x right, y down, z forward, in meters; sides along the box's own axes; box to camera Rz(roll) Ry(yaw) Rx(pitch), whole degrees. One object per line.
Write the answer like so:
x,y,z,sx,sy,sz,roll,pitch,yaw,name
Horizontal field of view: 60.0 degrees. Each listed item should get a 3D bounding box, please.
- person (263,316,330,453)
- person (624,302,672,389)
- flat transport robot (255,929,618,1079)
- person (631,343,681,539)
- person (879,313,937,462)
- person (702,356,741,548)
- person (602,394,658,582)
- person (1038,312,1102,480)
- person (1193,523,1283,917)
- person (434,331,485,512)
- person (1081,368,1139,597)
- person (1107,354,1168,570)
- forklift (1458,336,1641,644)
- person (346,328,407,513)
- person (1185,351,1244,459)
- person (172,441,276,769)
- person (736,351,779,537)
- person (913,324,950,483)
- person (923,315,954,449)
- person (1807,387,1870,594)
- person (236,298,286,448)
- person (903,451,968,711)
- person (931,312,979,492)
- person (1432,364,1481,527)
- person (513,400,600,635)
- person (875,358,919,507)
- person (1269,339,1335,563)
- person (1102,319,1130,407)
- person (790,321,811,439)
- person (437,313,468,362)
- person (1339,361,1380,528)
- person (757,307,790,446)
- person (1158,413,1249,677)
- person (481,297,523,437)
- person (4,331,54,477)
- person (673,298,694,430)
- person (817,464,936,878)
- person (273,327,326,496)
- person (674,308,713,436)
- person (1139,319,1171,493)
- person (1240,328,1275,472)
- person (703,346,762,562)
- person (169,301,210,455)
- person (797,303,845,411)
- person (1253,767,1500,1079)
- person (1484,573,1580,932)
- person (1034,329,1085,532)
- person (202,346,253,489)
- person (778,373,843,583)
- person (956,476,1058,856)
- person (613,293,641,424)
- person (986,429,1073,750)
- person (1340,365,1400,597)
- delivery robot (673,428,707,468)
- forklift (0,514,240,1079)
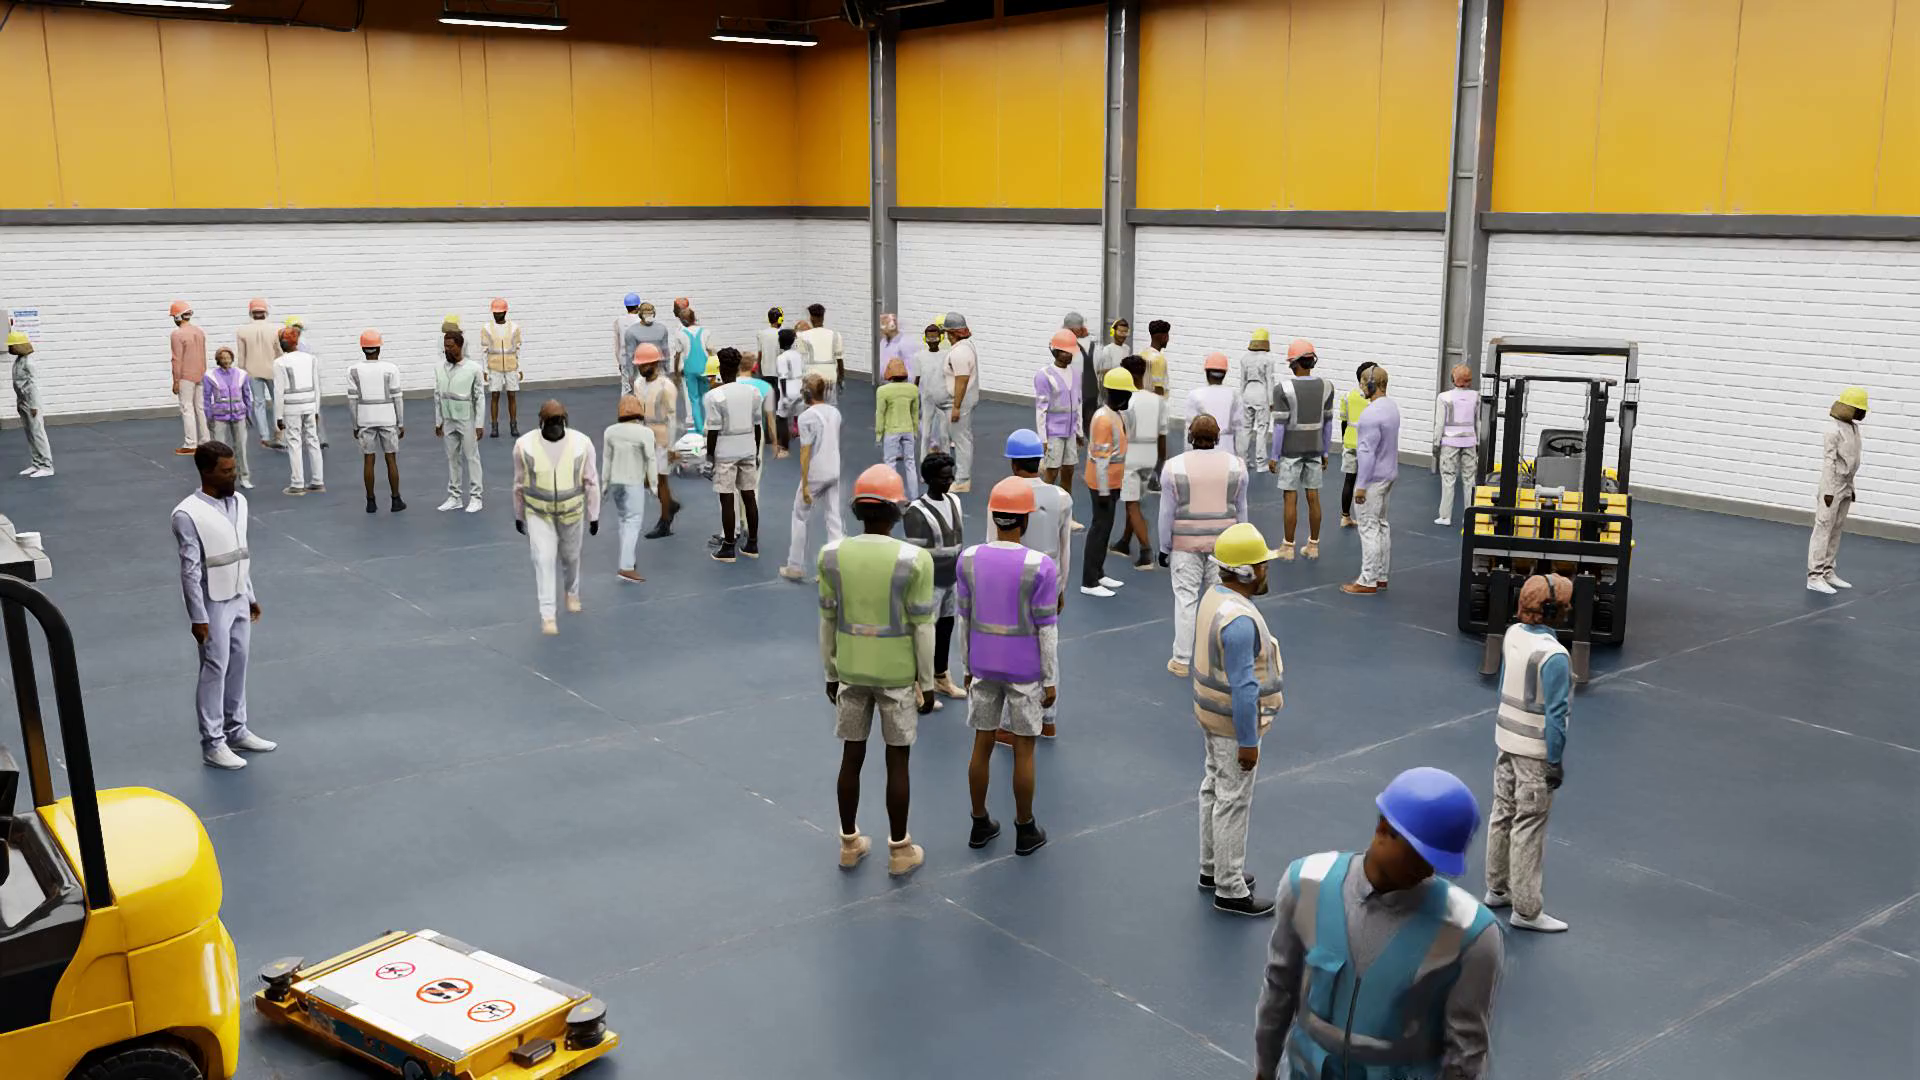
-8.648,-2.006,21.578,0.819,1.762,0.574,-7,14,-31,person
-4.162,-2.219,22.243,0.636,1.928,0.383,-9,15,-36,person
-2.094,1.852,6.586,1.431,0.197,0.652,8,14,35,flat transport robot
-2.953,-0.974,16.242,0.561,1.919,0.540,8,14,35,person
-0.685,-1.910,20.880,0.678,1.880,0.670,-8,14,-35,person
-2.247,-0.844,15.861,0.403,1.817,0.605,-1,12,-4,person
-2.909,-0.460,14.548,0.565,1.598,0.623,5,13,22,person
1.341,-1.707,19.477,0.696,2.000,1.042,-9,15,-38,person
1.292,0.826,7.742,0.404,1.837,0.593,-1,12,-5,person
-5.281,-1.253,17.585,0.587,1.919,0.393,4,12,20,person
1.265,-0.489,13.926,0.427,1.913,0.599,3,12,16,person
1.565,-0.710,14.982,0.613,1.922,0.935,-8,14,-33,person
4.683,-0.471,13.136,1.214,2.155,2.313,4,12,20,forklift
-6.137,-1.251,17.519,0.545,1.942,0.350,-2,12,-11,person
2.333,-0.774,15.319,0.576,1.901,0.642,-1,12,-7,person
-4.340,0.368,9.759,0.376,1.915,0.600,2,12,8,person
-2.102,-0.965,16.471,0.577,1.806,0.674,2,12,8,person
-0.290,-1.578,19.319,0.510,1.857,0.324,0,12,-1,person
-0.249,-2.077,21.936,0.533,1.767,0.326,-4,12,-18,person
7.432,-0.425,14.032,0.484,1.735,0.311,-10,15,-39,person
-9.261,-2.222,22.114,0.613,1.975,0.522,-4,12,-20,person
-0.157,0.257,10.834,0.317,1.695,0.537,8,14,34,person
-0.058,-1.561,18.777,0.536,2.000,0.681,1,12,7,person
5.029,-0.950,16.797,0.521,1.639,0.311,-1,12,-5,person
-3.146,-0.228,12.979,0.644,1.799,0.924,-4,12,-17,person
-0.656,-1.117,17.647,0.499,1.624,0.304,-7,13,-29,person
3.089,-0.810,15.149,0.607,2.041,0.377,-4,12,-18,person
1.892,-1.725,19.998,0.329,1.865,0.513,10,15,39,person
-2.146,-2.180,22.750,0.497,1.634,0.278,5,13,24,person
-6.948,-2.264,22.994,0.548,1.713,0.496,9,15,37,person
4.017,-0.933,16.566,0.317,1.698,0.540,-9,15,-38,person
-2.471,-2.175,22.204,0.526,1.857,0.343,4,12,19,person
1.673,0.038,11.536,0.622,1.845,0.429,-1,12,-4,person
-6.319,-2.382,22.996,0.550,1.933,0.370,-4,12,-19,person
-11.099,-1.613,19.778,0.485,1.735,0.335,10,15,40,person
-3.918,-2.518,23.792,0.351,1.880,0.577,-2,12,-8,person
-0.392,0.639,8.179,0.603,2.035,0.408,4,12,19,person
-7.384,-1.431,18.552,0.350,1.879,0.582,7,13,29,person
-3.607,-2.244,22.638,0.523,1.802,0.573,-5,13,-24,person
2.178,-1.502,18.700,0.373,1.958,0.597,-2,12,-12,person
3.618,-1.702,20.197,0.330,1.736,0.489,-11,16,-43,person
-2.073,-0.780,15.181,0.603,1.967,0.366,-10,15,-40,person
-9.968,-2.092,21.498,0.412,1.980,0.630,2,12,10,person
-1.799,-2.068,21.435,0.637,1.954,0.415,-5,13,-22,person
1.084,1.482,4.458,0.651,1.893,0.574,8,14,35,person
2.606,0.955,7.595,0.315,1.641,0.514,-2,12,-7,person
1.009,-1.062,16.394,0.613,2.033,0.411,-11,16,-42,person
-8.290,-1.374,18.852,0.522,1.636,0.310,-9,15,-36,person
-1.281,-0.527,14.319,0.503,1.816,0.765,-11,16,-43,person
0.248,0.636,8.431,0.543,1.931,0.388,6,13,25,person
-4.651,-2.548,23.761,0.605,1.951,0.380,5,13,22,person
0.397,0.296,10.063,0.601,1.940,0.407,-8,14,-34,person
3.457,-0.494,13.907,0.384,1.930,0.634,7,14,30,person
-3.212,-1.095,19.905,0.477,0.478,0.707,1,12,5,delivery robot
-3.687,1.115,5.480,2.313,2.155,1.214,-9,15,-36,forklift
